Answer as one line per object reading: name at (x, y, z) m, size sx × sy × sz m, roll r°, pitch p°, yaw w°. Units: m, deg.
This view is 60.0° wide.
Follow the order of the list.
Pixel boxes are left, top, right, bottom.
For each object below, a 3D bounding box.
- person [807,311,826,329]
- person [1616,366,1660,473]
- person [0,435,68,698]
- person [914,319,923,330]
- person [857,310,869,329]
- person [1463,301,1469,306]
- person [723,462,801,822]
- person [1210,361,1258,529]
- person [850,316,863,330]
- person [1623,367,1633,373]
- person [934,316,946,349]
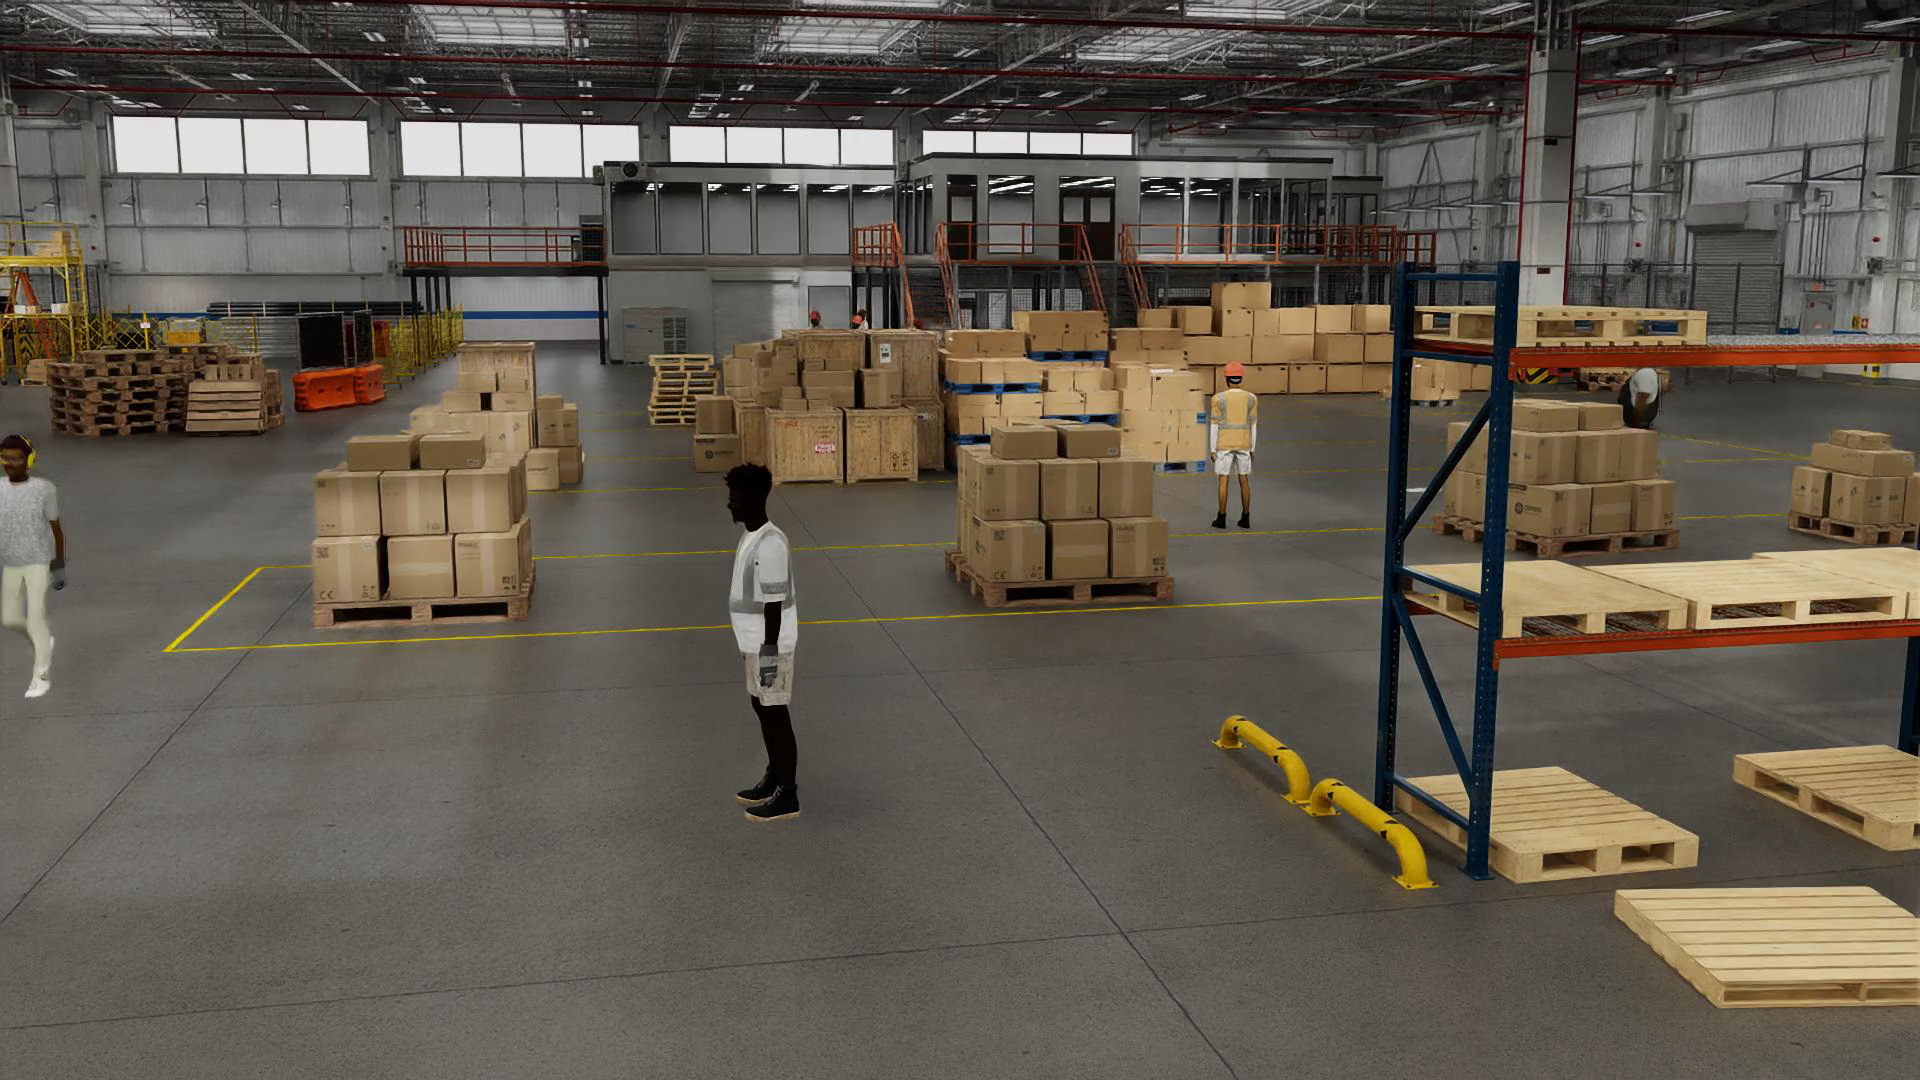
person at (-3.326, -4.285, 38.431) m, size 0.612 × 1.996 × 0.388 m, roll 6°, pitch 11°, yaw 33°
person at (9.253, -1.733, 22.740) m, size 0.536 × 2.000 × 0.701 m, roll 5°, pitch 10°, yaw 27°
person at (-6.598, 0.163, 11.764) m, size 0.533 × 1.853 × 0.578 m, roll -1°, pitch 9°, yaw -6°
person at (-0.966, -3.972, 36.915) m, size 0.677 × 1.862 × 0.615 m, roll 8°, pitch 12°, yaw 40°
person at (-2.604, -5.193, 44.314) m, size 0.355 × 1.882 × 0.576 m, roll -3°, pitch 10°, yaw -18°
person at (18.023, -7.596, 59.137) m, size 0.635 × 1.826 × 0.624 m, roll -4°, pitch 10°, yaw -23°
person at (-1.083, 0.547, 9.112) m, size 0.383 × 1.957 × 0.606 m, roll -3°, pitch 10°, yaw -18°
person at (3.144, -1.092, 19.195) m, size 0.542 × 1.928 × 0.399 m, roll -1°, pitch 9°, yaw -5°
person at (-2.442, -4.158, 37.933) m, size 0.647 × 1.903 × 0.595 m, roll 0°, pitch 9°, yaw -1°
person at (17.226, -5.012, 43.105) m, size 0.511 × 1.912 × 0.635 m, roll 0°, pitch 9°, yaw 0°
person at (-0.599, -4.806, 42.278) m, size 0.962 × 1.784 × 0.557 m, roll -1°, pitch 9°, yaw -5°
